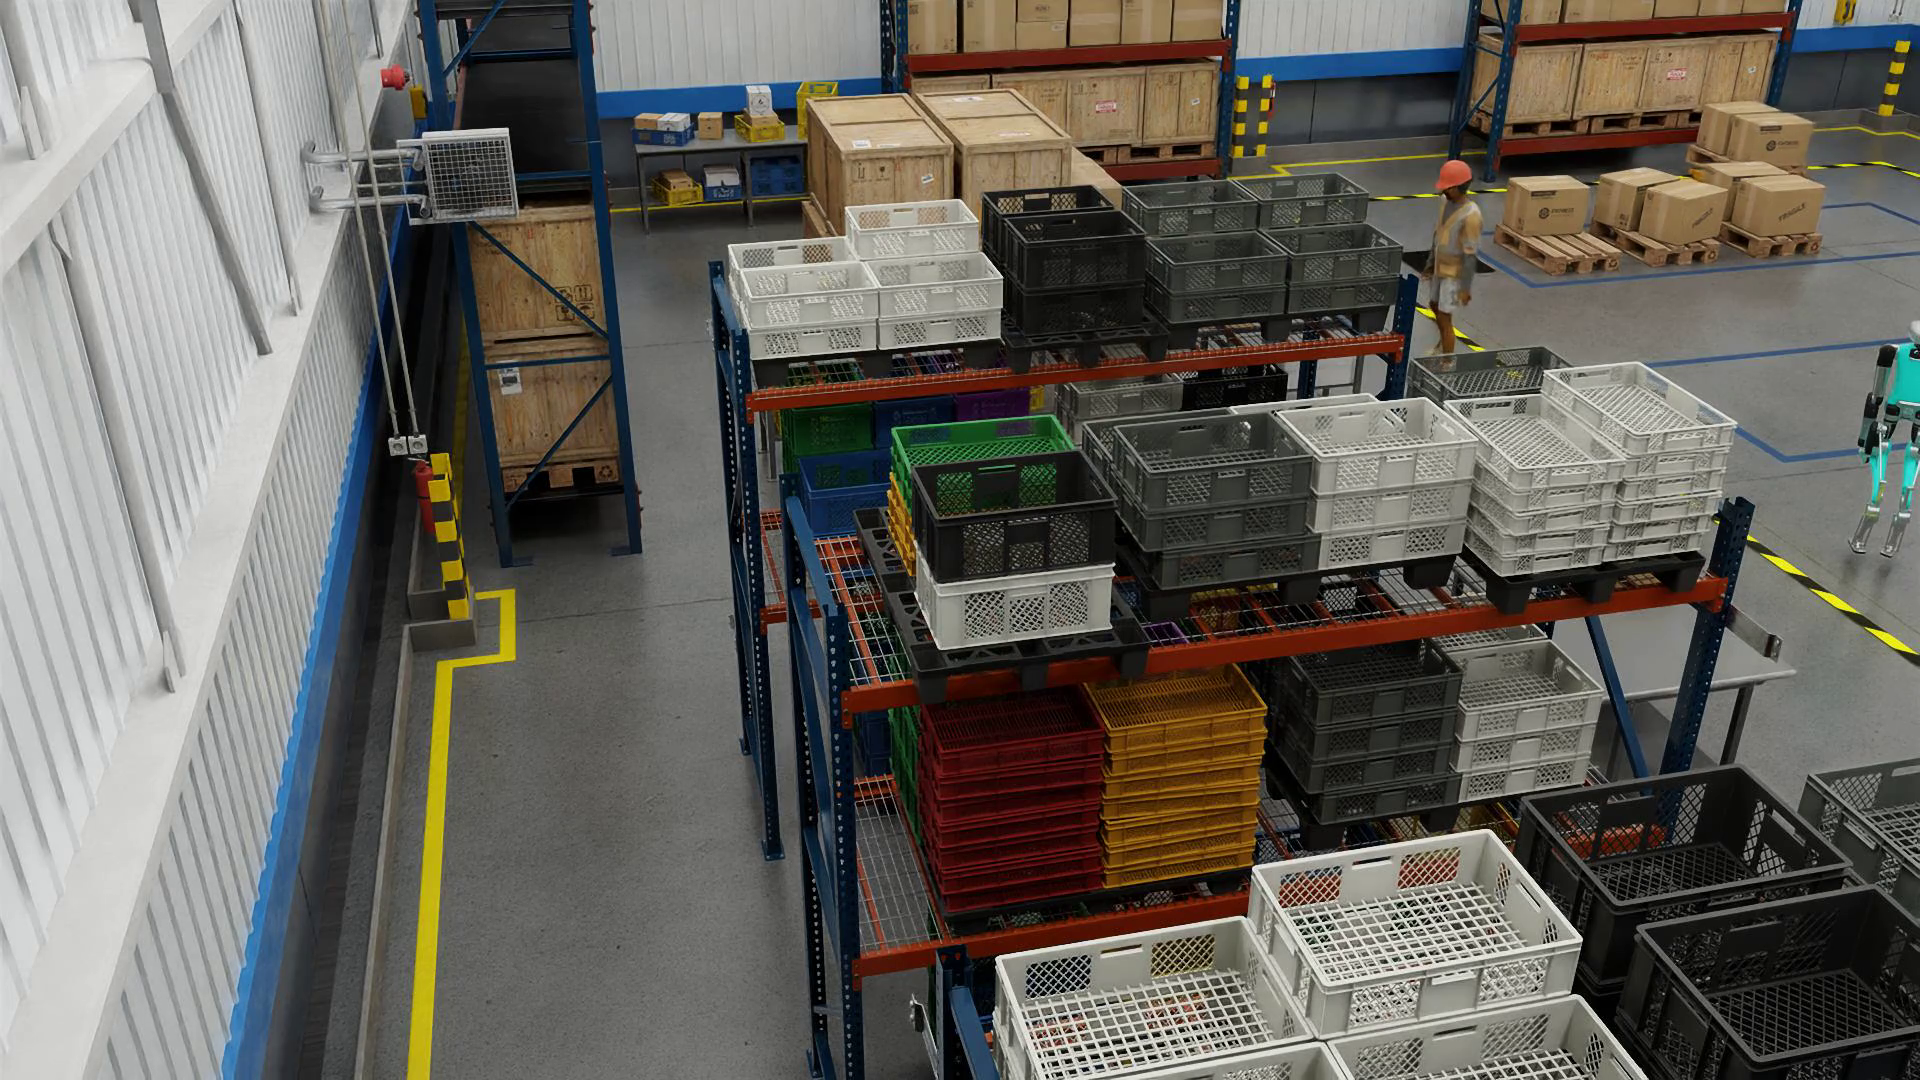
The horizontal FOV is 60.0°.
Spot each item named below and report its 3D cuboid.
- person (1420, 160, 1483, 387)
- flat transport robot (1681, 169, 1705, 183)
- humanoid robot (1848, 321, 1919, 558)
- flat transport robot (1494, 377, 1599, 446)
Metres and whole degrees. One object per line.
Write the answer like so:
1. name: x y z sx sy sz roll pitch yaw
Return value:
1. person: 4.355 -2.392 14.720 0.605 2.011 0.843 -4 28 -8
2. flat transport robot: 9.626 -4.416 20.395 1.431 0.197 0.652 -6 28 -12
3. humanoid robot: 6.519 -0.634 11.534 0.533 1.674 0.735 13 30 23
4. flat transport robot: 4.780 -1.036 14.013 0.659 0.231 1.431 -6 28 -12
